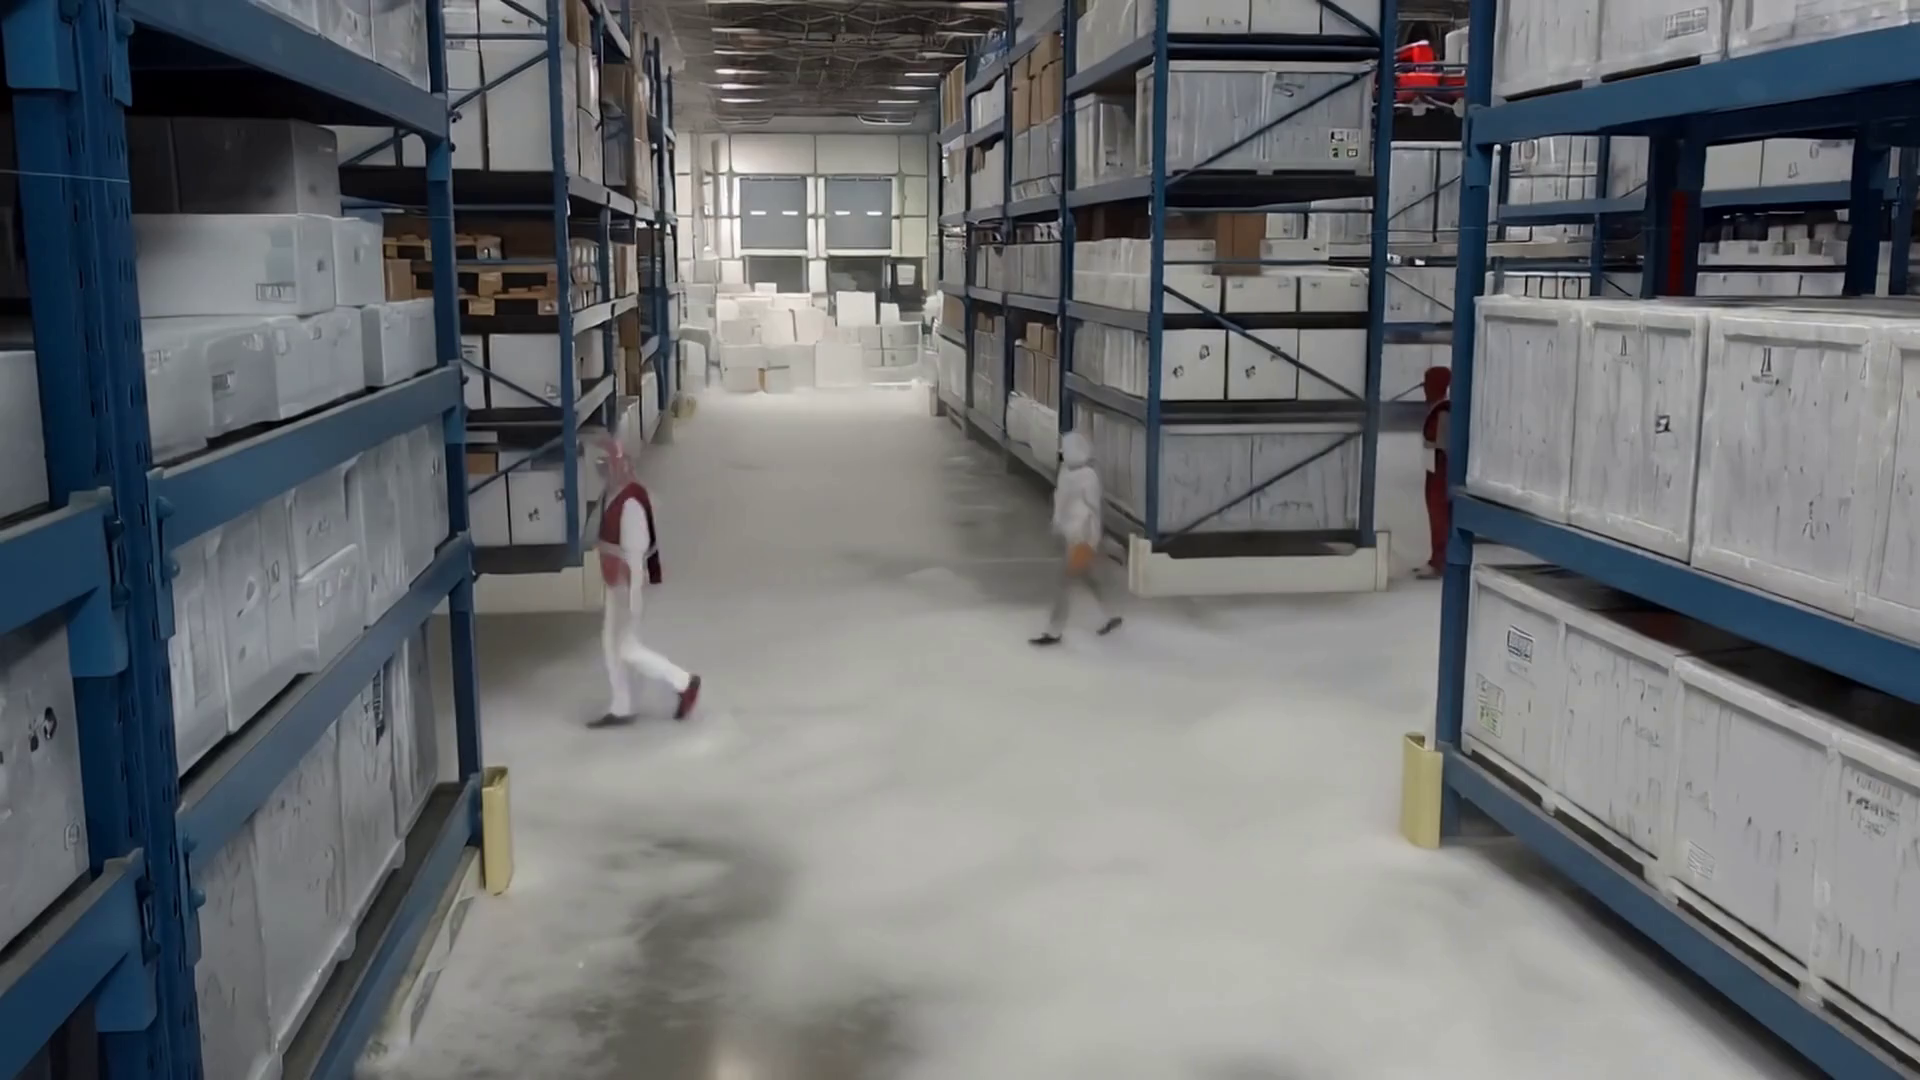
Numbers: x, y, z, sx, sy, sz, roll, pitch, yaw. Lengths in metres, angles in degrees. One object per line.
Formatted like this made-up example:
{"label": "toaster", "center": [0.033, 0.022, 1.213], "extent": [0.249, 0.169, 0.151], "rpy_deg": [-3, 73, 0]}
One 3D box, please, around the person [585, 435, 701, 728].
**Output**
{"label": "person", "center": [-1.966, 0.262, 10.121], "extent": [0.595, 1.830, 0.574], "rpy_deg": [-3, 10, -20]}

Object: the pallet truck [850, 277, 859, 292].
{"label": "pallet truck", "center": [-3.782, -9.391, 65.808], "extent": [1.885, 1.965, 0.823], "rpy_deg": [2, 10, 10]}

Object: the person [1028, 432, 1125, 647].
{"label": "person", "center": [0.903, -0.021, 12.429], "extent": [0.849, 1.594, 0.517], "rpy_deg": [-4, 11, -23]}

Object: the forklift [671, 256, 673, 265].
{"label": "forklift", "center": [-11.044, -9.144, 61.803], "extent": [1.129, 2.768, 1.873], "rpy_deg": [-1, 10, -7]}

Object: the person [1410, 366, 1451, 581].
{"label": "person", "center": [4.261, -0.588, 14.790], "extent": [0.373, 1.916, 0.596], "rpy_deg": [2, 10, 9]}

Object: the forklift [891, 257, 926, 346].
{"label": "forklift", "center": [-1.692, -7.555, 52.548], "extent": [1.129, 2.768, 1.873], "rpy_deg": [-1, 10, -7]}
